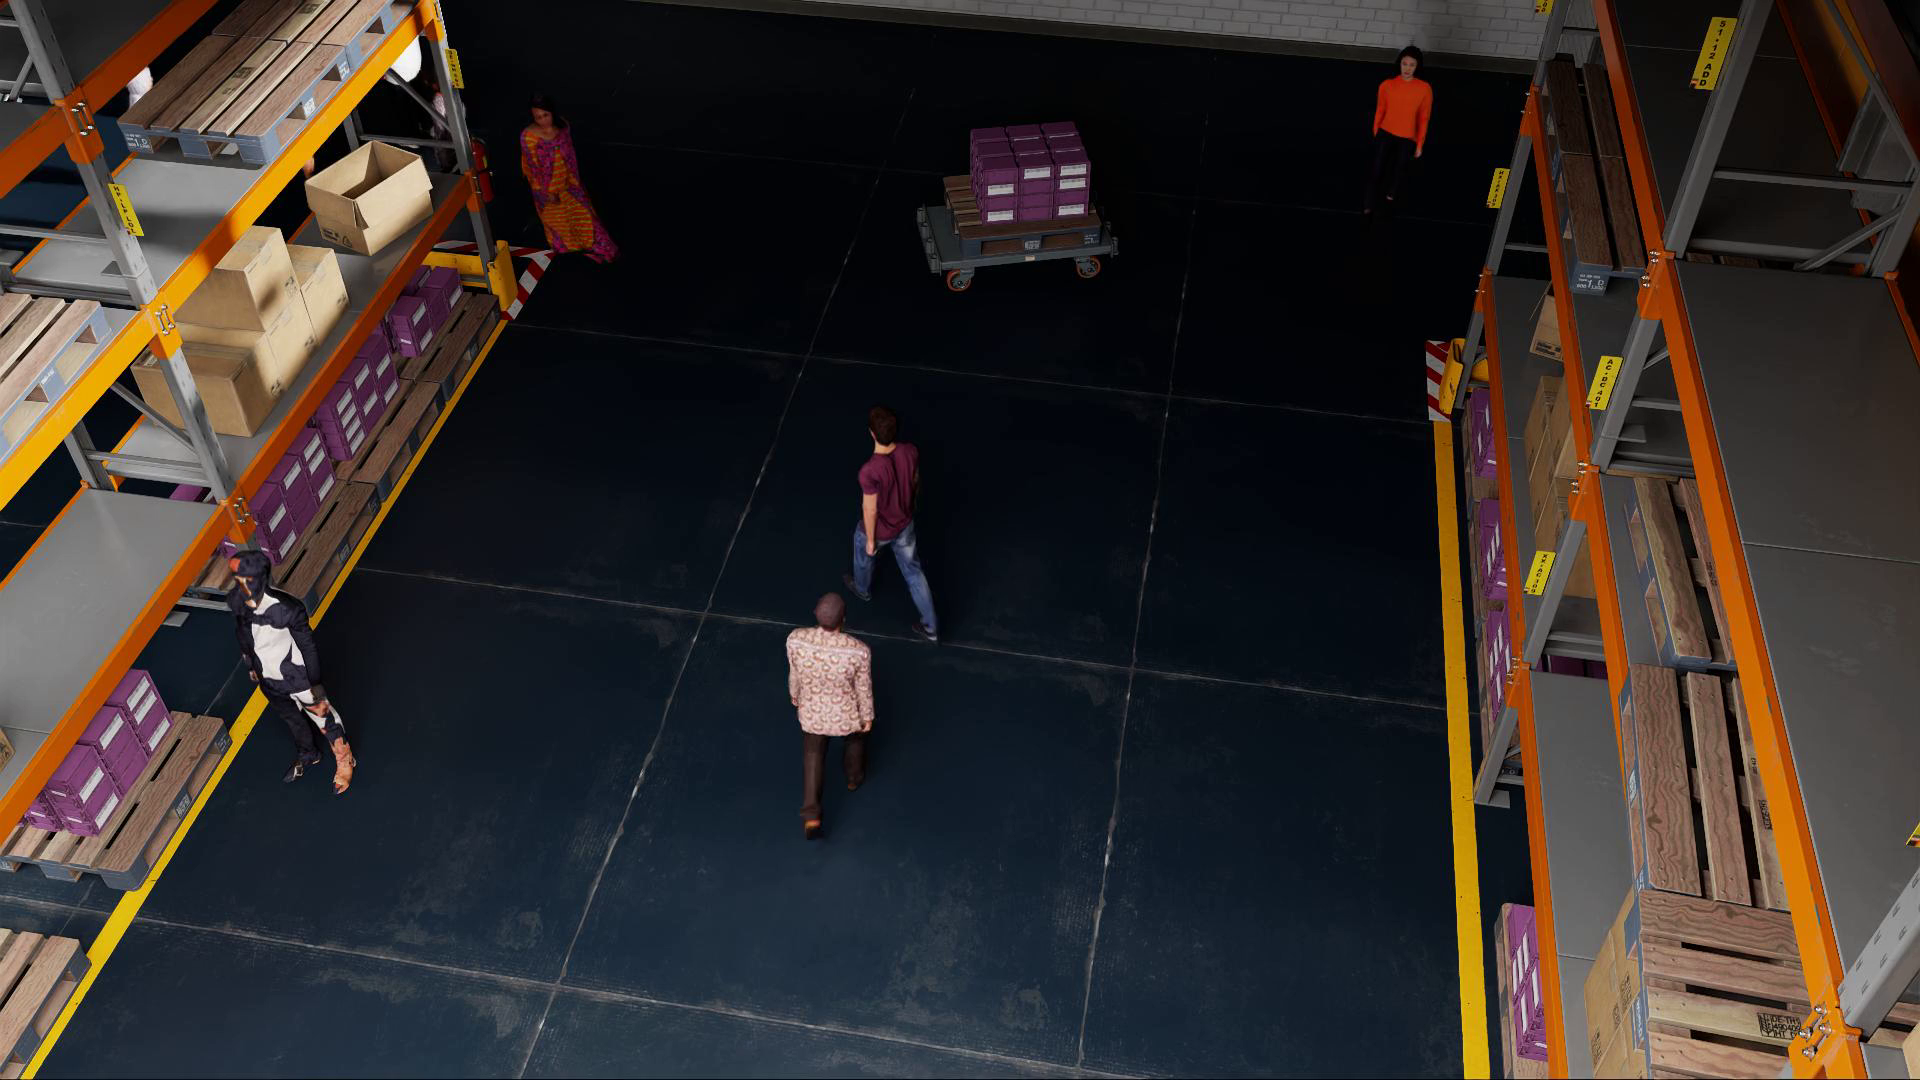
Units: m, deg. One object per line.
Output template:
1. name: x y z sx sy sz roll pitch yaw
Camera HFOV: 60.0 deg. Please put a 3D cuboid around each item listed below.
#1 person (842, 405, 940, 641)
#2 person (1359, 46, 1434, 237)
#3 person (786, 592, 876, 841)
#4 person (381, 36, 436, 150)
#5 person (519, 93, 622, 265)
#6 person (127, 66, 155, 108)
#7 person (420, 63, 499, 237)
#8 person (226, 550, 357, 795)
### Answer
1. person: -0.414 -0.072 10.954 1.199 1.808 1.214 -30 51 -27
2. person: 3.882 -3.597 14.710 0.672 1.731 0.846 10 44 10
3. person: -0.777 1.045 9.802 0.726 1.780 1.072 5 44 5
4. person: -5.331 -4.541 15.734 0.807 1.686 0.683 24 49 23
5. person: -3.500 -3.110 14.265 1.164 1.641 1.179 -32 52 -29
6. person: -6.835 -3.244 14.308 0.758 1.775 0.704 -28 50 -26
7. person: -4.493 -3.364 14.493 0.681 1.694 0.860 2 44 2
8. person: -4.041 0.781 9.994 0.699 1.898 0.613 12 45 12
